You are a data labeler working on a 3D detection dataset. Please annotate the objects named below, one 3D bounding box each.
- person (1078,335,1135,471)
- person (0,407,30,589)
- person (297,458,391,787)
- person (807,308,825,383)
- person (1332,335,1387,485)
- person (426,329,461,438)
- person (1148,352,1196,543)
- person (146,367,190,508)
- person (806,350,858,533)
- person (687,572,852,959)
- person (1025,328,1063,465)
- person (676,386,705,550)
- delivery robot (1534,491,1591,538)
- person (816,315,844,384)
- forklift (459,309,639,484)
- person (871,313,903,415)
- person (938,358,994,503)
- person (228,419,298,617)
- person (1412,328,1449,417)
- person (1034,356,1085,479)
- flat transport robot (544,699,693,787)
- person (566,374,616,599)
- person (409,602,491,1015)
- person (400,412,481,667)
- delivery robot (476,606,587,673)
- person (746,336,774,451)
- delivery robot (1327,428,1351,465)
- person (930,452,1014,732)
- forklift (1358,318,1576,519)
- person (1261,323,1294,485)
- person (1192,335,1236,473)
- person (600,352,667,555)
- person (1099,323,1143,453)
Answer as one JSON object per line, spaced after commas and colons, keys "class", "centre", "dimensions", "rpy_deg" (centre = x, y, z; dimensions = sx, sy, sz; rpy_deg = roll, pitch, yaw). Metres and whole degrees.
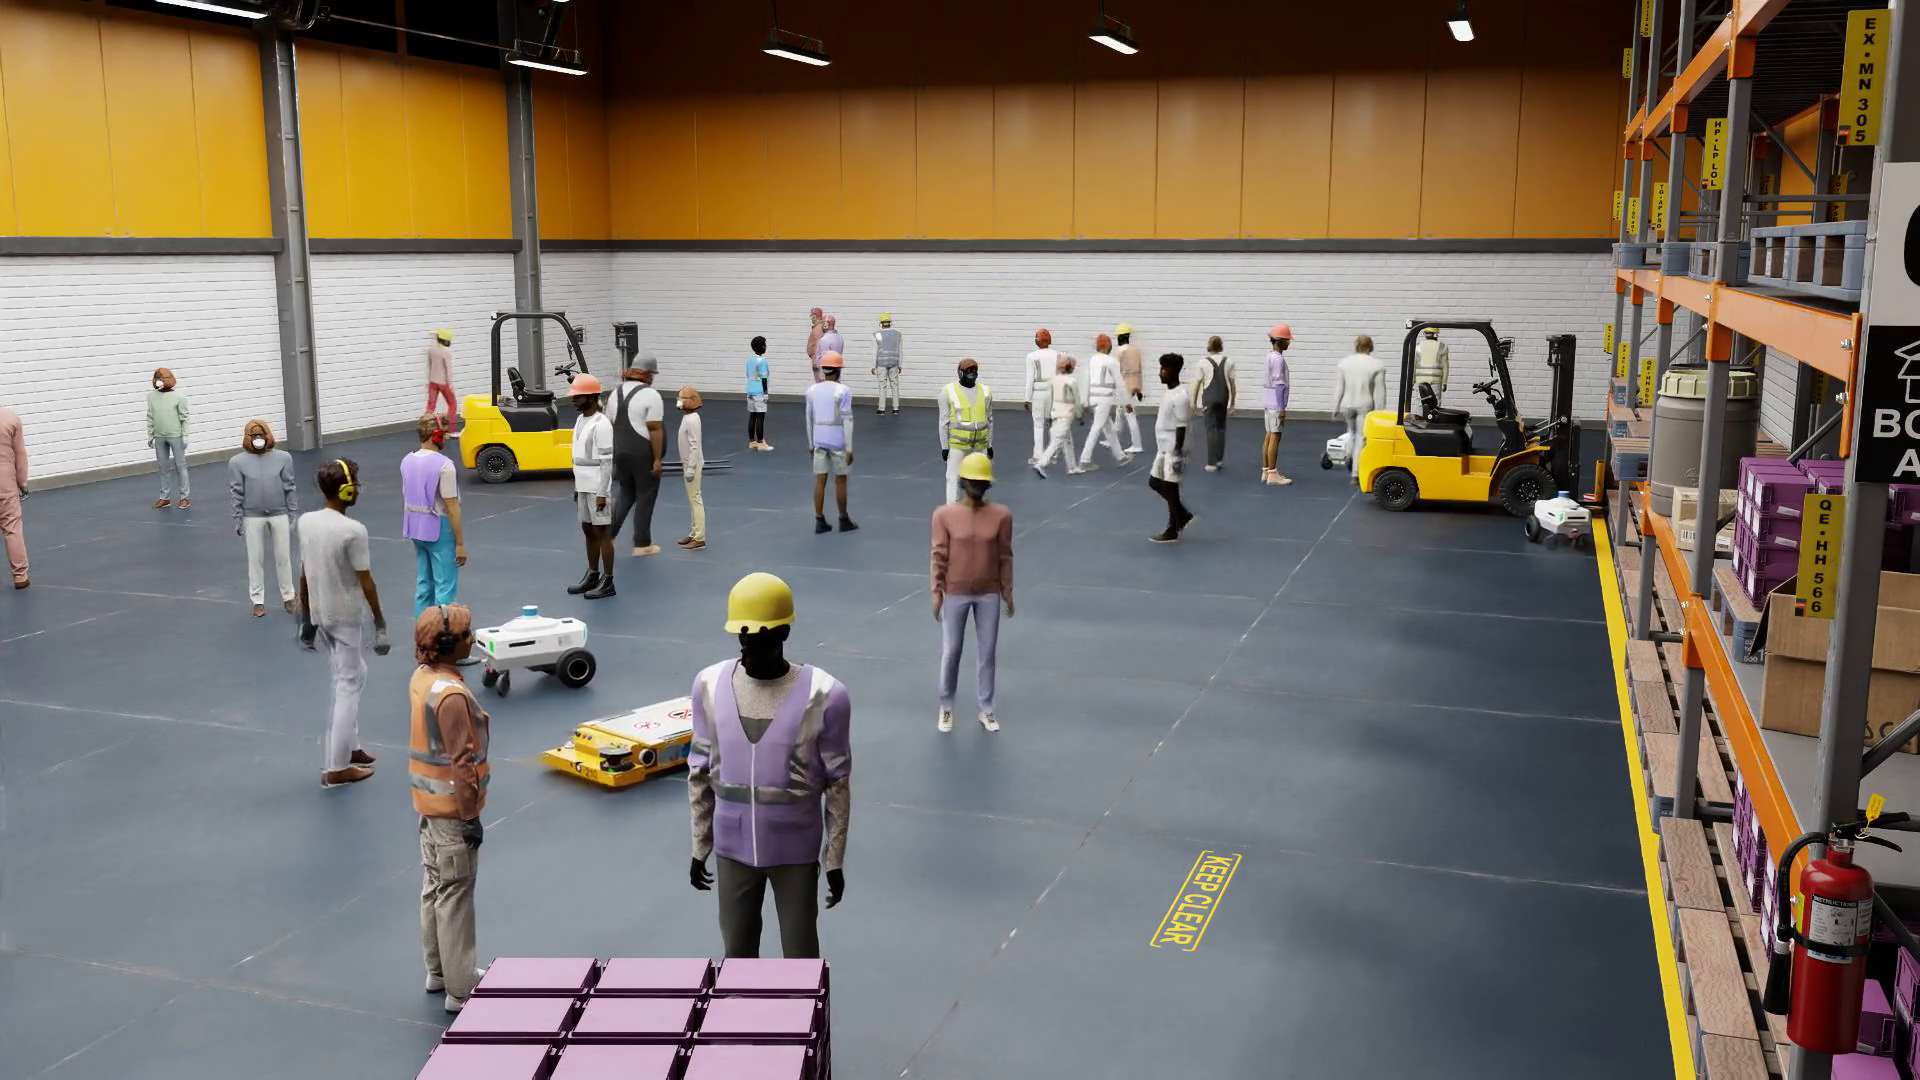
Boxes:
{"class": "person", "centre": [1.972, -1.859, 22.524], "dimensions": [1.011, 1.816, 0.606], "rpy_deg": [-6, 12, -31]}
{"class": "person", "centre": [-8.507, -0.490, 14.554], "dimensions": [0.639, 1.911, 0.406], "rpy_deg": [-7, 12, -36]}
{"class": "person", "centre": [-3.437, 0.453, 9.408], "dimensions": [0.550, 1.849, 0.581], "rpy_deg": [6, 12, 30]}
{"class": "person", "centre": [-2.566, -3.236, 30.041], "dimensions": [0.403, 1.904, 0.637], "rpy_deg": [1, 10, 6]}
{"class": "person", "centre": [5.180, -1.689, 21.405], "dimensions": [0.673, 1.867, 1.076], "rpy_deg": [7, 12, 35]}
{"class": "person", "centre": [-8.112, -2.431, 25.998], "dimensions": [0.600, 1.719, 0.587], "rpy_deg": [6, 12, 32]}
{"class": "person", "centre": [2.149, -0.934, 16.907], "dimensions": [0.427, 1.955, 0.630], "rpy_deg": [-1, 10, -8]}
{"class": "person", "centre": [-9.129, -1.175, 19.181], "dimensions": [0.497, 1.634, 0.278], "rpy_deg": [1, 10, 6]}
{"class": "person", "centre": [-1.353, -1.030, 17.546], "dimensions": [0.552, 1.935, 0.402], "rpy_deg": [5, 11, 24]}
{"class": "person", "centre": [-0.669, 1.056, 5.789], "dimensions": [0.584, 1.928, 0.374], "rpy_deg": [2, 10, 11]}
{"class": "person", "centre": [1.159, -1.976, 22.983], "dimensions": [0.573, 1.887, 0.356], "rpy_deg": [-5, 11, -24]}
{"class": "person", "centre": [-2.704, -0.727, 16.650], "dimensions": [0.277, 1.636, 0.505], "rpy_deg": [-3, 10, -14]}
{"class": "delivery robot", "centre": [6.066, -0.249, 16.744], "dimensions": [0.477, 0.478, 0.707], "rpy_deg": [0, 10, -2]}
{"class": "person", "centre": [-2.120, -2.669, 26.814], "dimensions": [0.411, 1.913, 0.643], "rpy_deg": [4, 11, 19]}
{"class": "forklift", "centre": [-5.354, -1.902, 21.697], "dimensions": [2.313, 2.155, 1.214], "rpy_deg": [-2, 10, -13]}
{"class": "person", "centre": [-1.309, -3.130, 29.664], "dimensions": [0.588, 1.822, 0.403], "rpy_deg": [-4, 11, -21]}
{"class": "person", "centre": [0.081, -1.002, 17.617], "dimensions": [0.625, 1.846, 0.429], "rpy_deg": [-5, 11, -24]}
{"class": "person", "centre": [-5.693, -0.183, 13.626], "dimensions": [0.502, 1.626, 0.284], "rpy_deg": [-6, 11, -29]}
{"class": "person", "centre": [7.379, -2.512, 26.177], "dimensions": [0.591, 1.824, 0.404], "rpy_deg": [4, 11, 21]}
{"class": "person", "centre": [1.297, -1.608, 21.722], "dimensions": [0.865, 1.596, 0.504], "rpy_deg": [-6, 12, -32]}
{"class": "flat transport robot", "centre": [-1.693, 1.150, 9.928], "dimensions": [0.652, 0.197, 1.431], "rpy_deg": [9, 13, 40]}
{"class": "person", "centre": [-3.183, -0.463, 14.315], "dimensions": [0.355, 1.939, 0.544], "rpy_deg": [-8, 13, -38]}
{"class": "person", "centre": [-2.016, 1.057, 6.596], "dimensions": [0.307, 1.640, 0.521], "rpy_deg": [-6, 12, -32]}
{"class": "person", "centre": [-3.773, 0.005, 11.948], "dimensions": [0.566, 1.842, 0.389], "rpy_deg": [7, 12, 35]}
{"class": "delivery robot", "centre": [-2.944, 0.695, 11.426], "dimensions": [0.707, 0.478, 0.477], "rpy_deg": [-7, 12, -32]}
{"class": "person", "centre": [-2.973, -2.158, 24.537], "dimensions": [0.322, 1.697, 0.536], "rpy_deg": [-6, 12, -32]}
{"class": "delivery robot", "centre": [5.276, -1.267, 22.477], "dimensions": [0.707, 0.478, 0.477], "rpy_deg": [-10, 14, -44]}
{"class": "person", "centre": [0.078, 0.328, 10.351], "dimensions": [0.532, 1.766, 0.329], "rpy_deg": [-2, 10, -11]}
{"class": "forklift", "centre": [5.787, -1.437, 19.079], "dimensions": [2.313, 2.155, 1.214], "rpy_deg": [3, 11, 19]}
{"class": "person", "centre": [4.027, -1.718, 21.087], "dimensions": [0.369, 2.045, 0.608], "rpy_deg": [0, 10, -2]}
{"class": "person", "centre": [3.406, -1.829, 22.340], "dimensions": [0.543, 1.813, 0.635], "rpy_deg": [-1, 10, -7]}
{"class": "person", "centre": [-3.206, -0.871, 16.327], "dimensions": [0.714, 2.000, 0.722], "rpy_deg": [7, 12, 36]}
{"class": "person", "centre": [2.338, -2.227, 24.416], "dimensions": [0.917, 1.883, 0.590], "rpy_deg": [7, 12, 35]}
